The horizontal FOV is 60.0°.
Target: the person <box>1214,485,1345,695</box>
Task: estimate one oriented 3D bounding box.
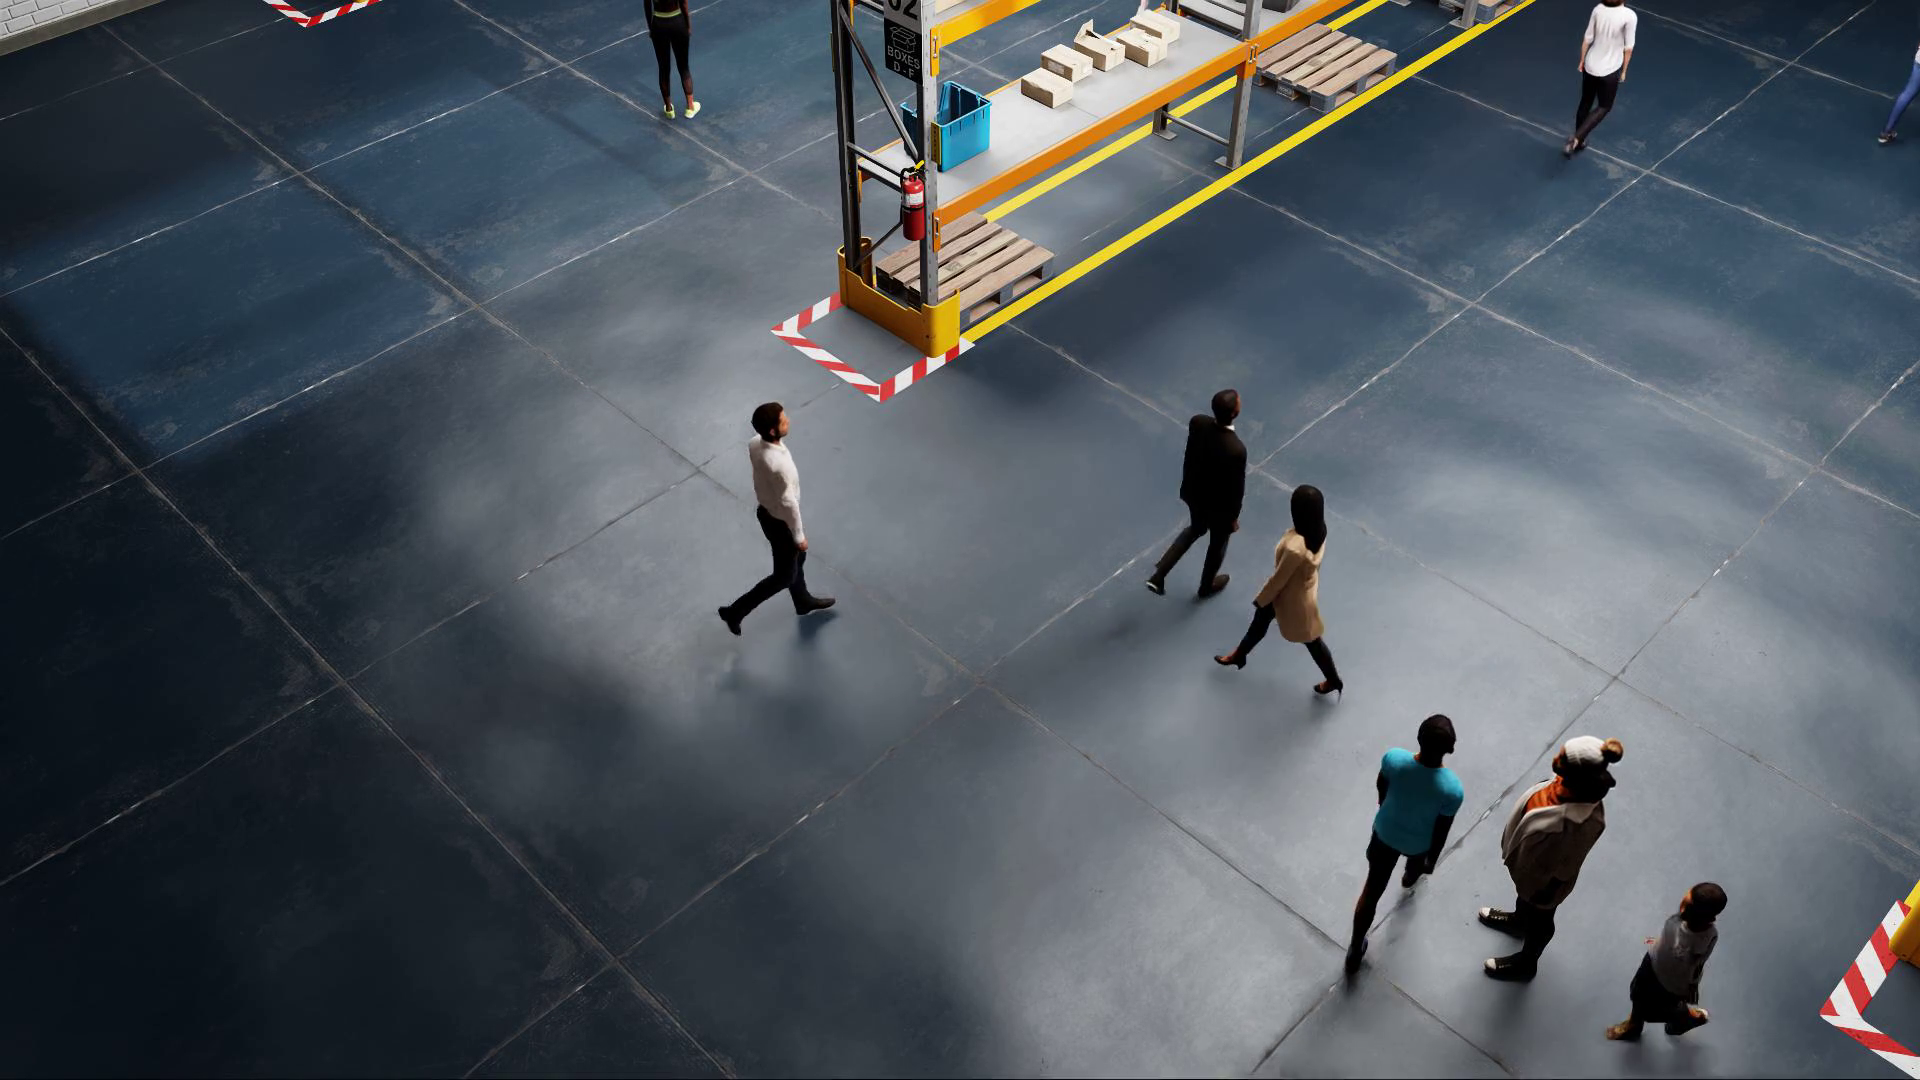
[{"bbox_3d":[2.179,0.402,10.417,0.936,1.626,1.105,17,46,17],"label":"person"}]

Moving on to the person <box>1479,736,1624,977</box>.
[{"bbox_3d":[3.184,1.659,8.906,0.874,1.890,0.796,6,44,6],"label":"person"}]

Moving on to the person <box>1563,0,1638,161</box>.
[{"bbox_3d":[5.813,-4.247,15.185,0.606,1.780,0.862,35,53,31],"label":"person"}]

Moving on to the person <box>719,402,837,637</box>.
[{"bbox_3d":[-1.239,-0.085,10.765,1.162,1.851,0.935,-16,46,-16],"label":"person"}]

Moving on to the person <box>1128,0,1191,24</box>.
[{"bbox_3d":[2.319,-6.214,17.253,1.156,1.775,0.660,-29,51,-27],"label":"person"}]

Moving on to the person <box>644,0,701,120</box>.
[{"bbox_3d":[-2.769,-4.846,15.832,0.632,1.755,0.699,-2,44,-2],"label":"person"}]

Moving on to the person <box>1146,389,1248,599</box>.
[{"bbox_3d":[1.591,-0.220,10.957,0.979,1.782,0.753,-27,50,-25],"label":"person"}]

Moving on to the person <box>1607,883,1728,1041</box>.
[{"bbox_3d":[3.801,2.186,8.677,0.887,1.442,0.807,-3,44,-4],"label":"person"}]

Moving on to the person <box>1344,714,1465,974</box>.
[{"bbox_3d":[2.359,1.677,9.013,0.812,1.717,1.255,24,49,23],"label":"person"}]
